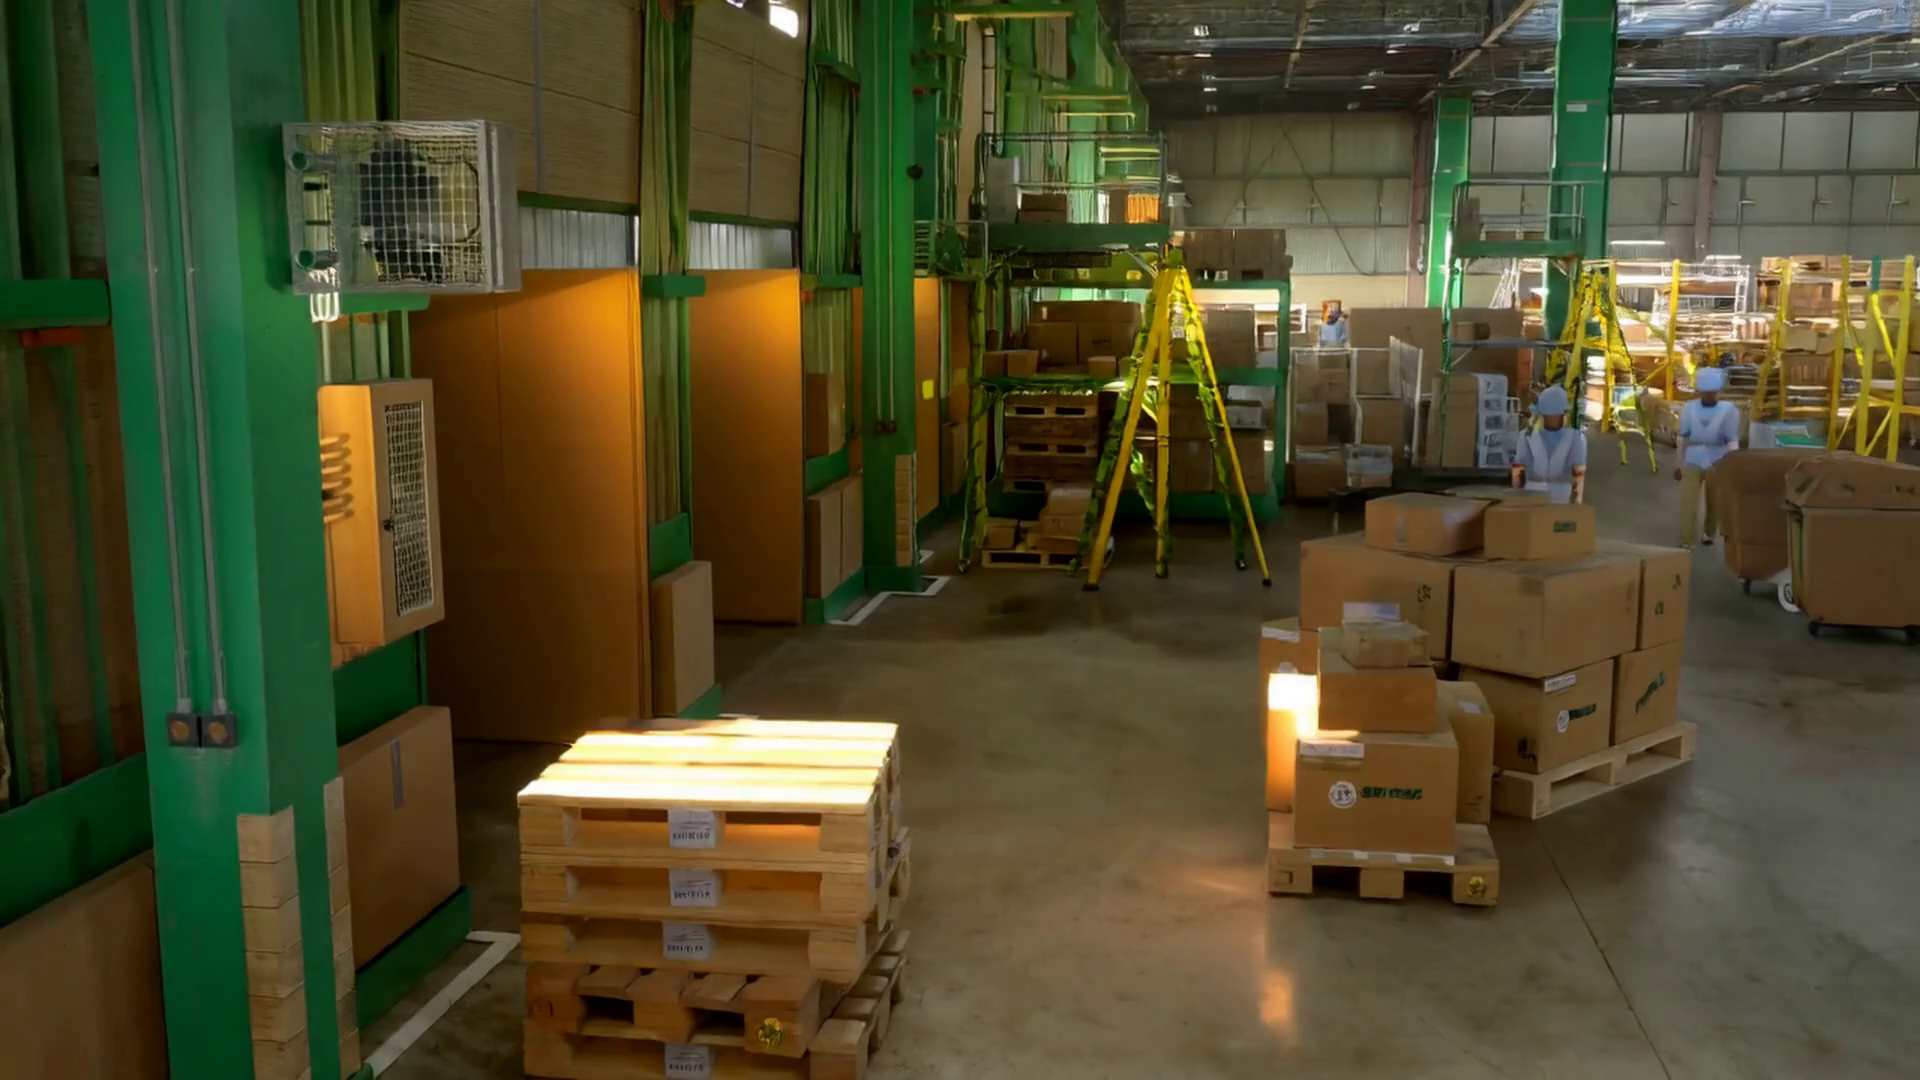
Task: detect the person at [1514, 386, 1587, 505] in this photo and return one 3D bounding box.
[{"bbox_3d":[4.735,-0.277,13.401,0.543,1.929,0.372,4,10,23],"label":"person"}]

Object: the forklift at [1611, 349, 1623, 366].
[{"bbox_3d":[15.413,-5.271,41.272,1.873,2.768,1.129,1,9,9],"label":"forklift"}]

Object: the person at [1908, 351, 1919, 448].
[{"bbox_3d":[15.505,-2.340,26.736,0.330,1.735,0.485,5,10,28],"label":"person"}]

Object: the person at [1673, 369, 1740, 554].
[{"bbox_3d":[7.542,-0.796,16.811,0.593,1.871,1.005,6,11,32],"label":"person"}]

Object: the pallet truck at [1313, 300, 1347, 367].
[{"bbox_3d":[11.159,-6.200,49.718,0.823,1.965,1.885,4,10,26],"label":"pallet truck"}]
